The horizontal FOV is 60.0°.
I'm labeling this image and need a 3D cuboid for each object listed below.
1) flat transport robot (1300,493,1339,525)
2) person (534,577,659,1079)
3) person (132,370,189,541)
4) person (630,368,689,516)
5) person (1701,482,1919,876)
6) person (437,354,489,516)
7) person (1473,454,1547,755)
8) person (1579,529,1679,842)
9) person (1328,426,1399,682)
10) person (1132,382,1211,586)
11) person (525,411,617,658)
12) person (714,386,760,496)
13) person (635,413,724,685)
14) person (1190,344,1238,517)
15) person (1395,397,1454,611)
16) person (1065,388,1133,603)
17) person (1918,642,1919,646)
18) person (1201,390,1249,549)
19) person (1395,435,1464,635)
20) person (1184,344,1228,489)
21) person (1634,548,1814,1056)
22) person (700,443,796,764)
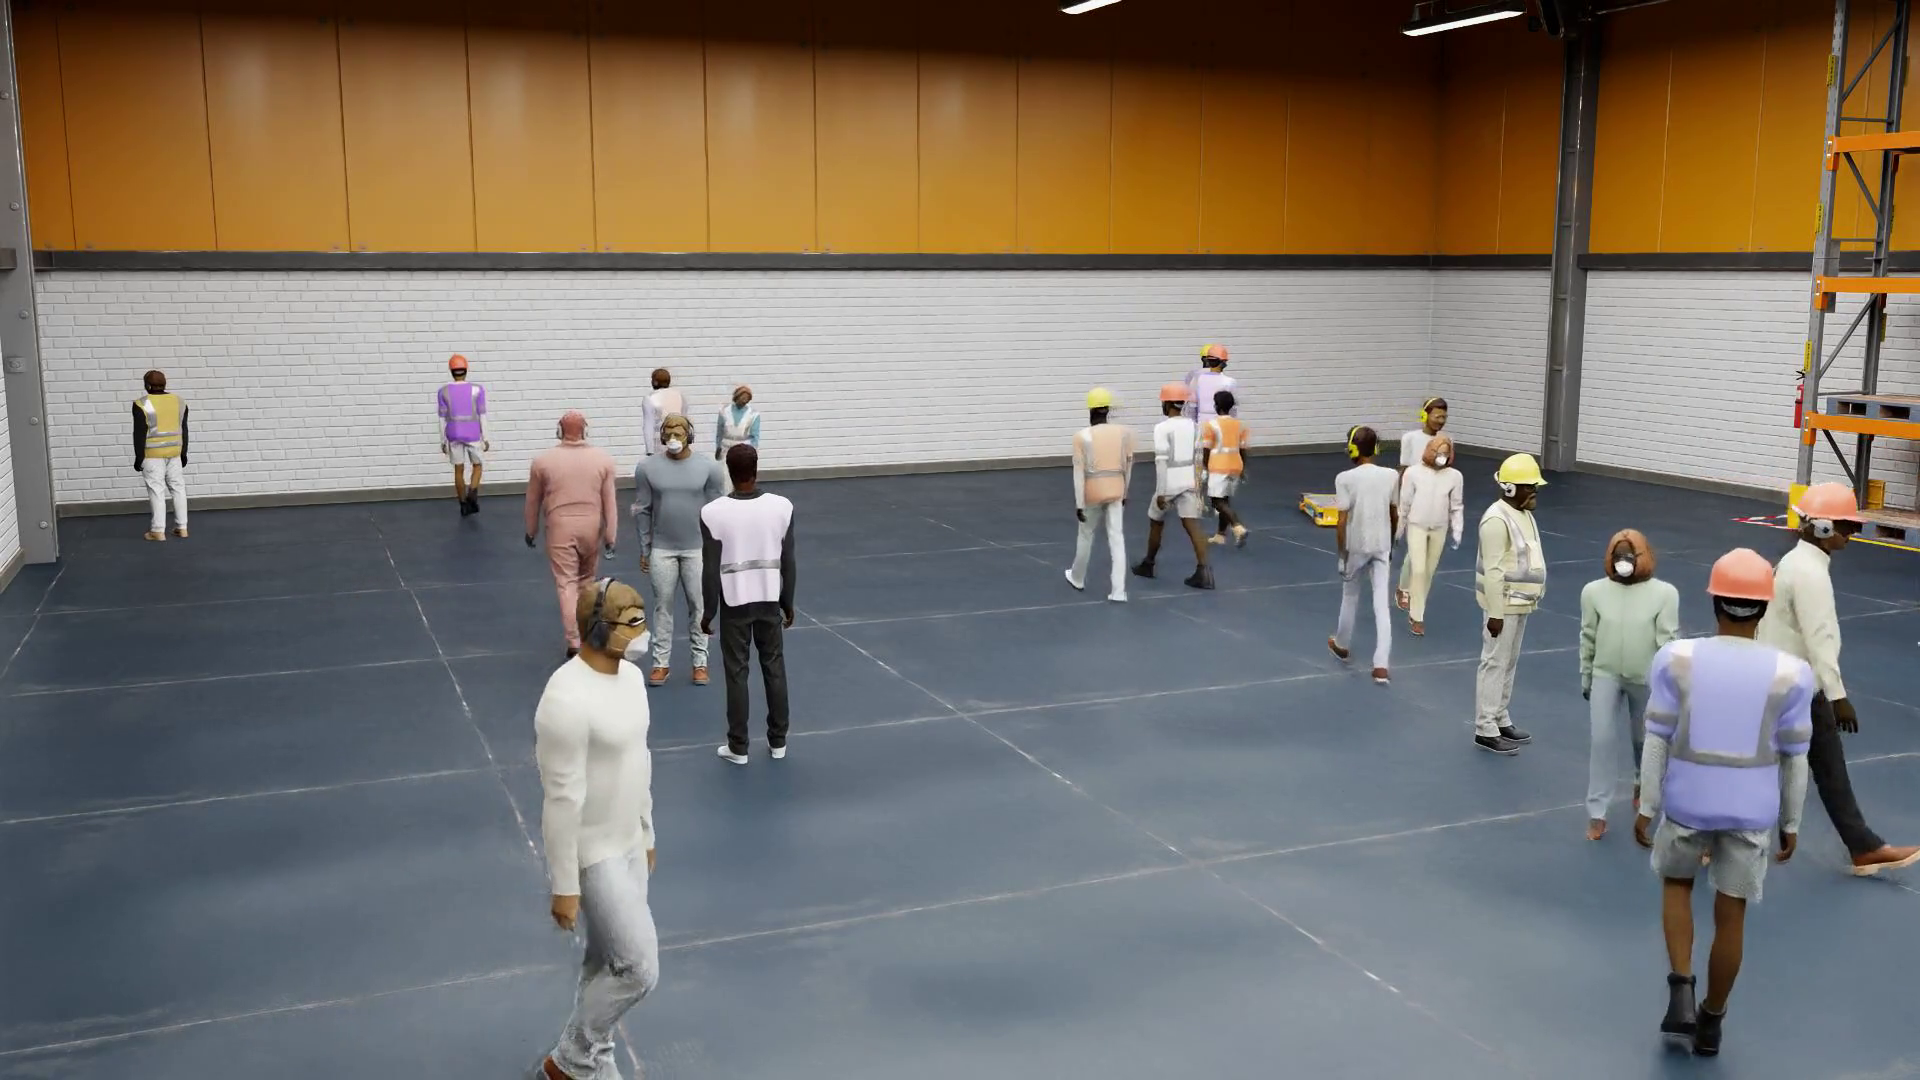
[{"bbox_3d":[4.401,-0.363,19.391,0.652,0.197,1.431,0,9,3],"label":"flat transport robot"},{"bbox_3d":[-1.188,1.075,5.672,0.447,1.923,0.648,2,10,9],"label":"person"},{"bbox_3d":[-8.661,-0.918,18.008,0.429,1.841,0.637,6,11,30],"label":"person"},{"bbox_3d":[-3.428,-1.077,19.153,0.636,1.784,0.987,-9,13,-44],"label":"person"},{"bbox_3d":[4.080,0.690,7.980,1.042,1.935,0.634,5,11,27],"label":"person"},{"bbox_3d":[-5.857,-1.227,19.611,0.574,1.925,0.502,-2,10,-12],"label":"person"},{"bbox_3d":[3.363,0.381,10.166,0.404,1.829,0.600,6,11,33],"label":"person"},{"bbox_3d":[3.524,0.723,8.785,0.499,1.607,0.800,5,11,28],"label":"person"},{"bbox_3d":[2.947,0.077,12.083,0.534,1.805,1.020,0,9,-3],"label":"person"},{"bbox_3d":[2.008,-0.524,15.487,0.558,1.890,1.014,-6,11,-33],"label":"person"},{"bbox_3d":[-2.979,-0.054,12.757,0.654,1.860,1.021,-4,10,-25],"label":"person"},{"bbox_3d":[-2.570,-0.968,19.058,0.568,1.584,0.812,0,9,3],"label":"person"},{"bbox_3d":[-1.971,0.067,11.746,0.629,1.940,0.378,0,9,-2],"label":"person"},{"bbox_3d":[3.017,-1.296,19.714,0.607,2.037,0.394,7,12,36],"label":"person"},{"bbox_3d":[3.965,-0.295,14.209,0.543,1.845,0.473,-3,10,-16],"label":"person"},{"bbox_3d":[1.243,-0.410,14.833,0.599,1.873,0.996,-3,10,-16],"label":"person"},{"bbox_3d":[7.697,0.146,12.316,0.875,1.586,0.532,4,10,22],"label":"person"},{"bbox_3d":[2.816,-0.723,17.335,0.532,1.669,0.690,-6,11,-31],"label":"person"},{"bbox_3d":[3.797,-0.039,13.364,0.518,1.599,0.733,-1,9,-4],"label":"person"},{"bbox_3d":[3.272,-1.634,22.090,0.594,1.924,0.382,2,10,15],"label":"person"},{"bbox_3d":[2.842,0.985,6.220,0.576,1.924,0.400,4,10,25],"label":"person"},{"bbox_3d":[-1.255,0.382,9.913,0.587,1.914,0.390,-4,10,-24],"label":"person"}]
